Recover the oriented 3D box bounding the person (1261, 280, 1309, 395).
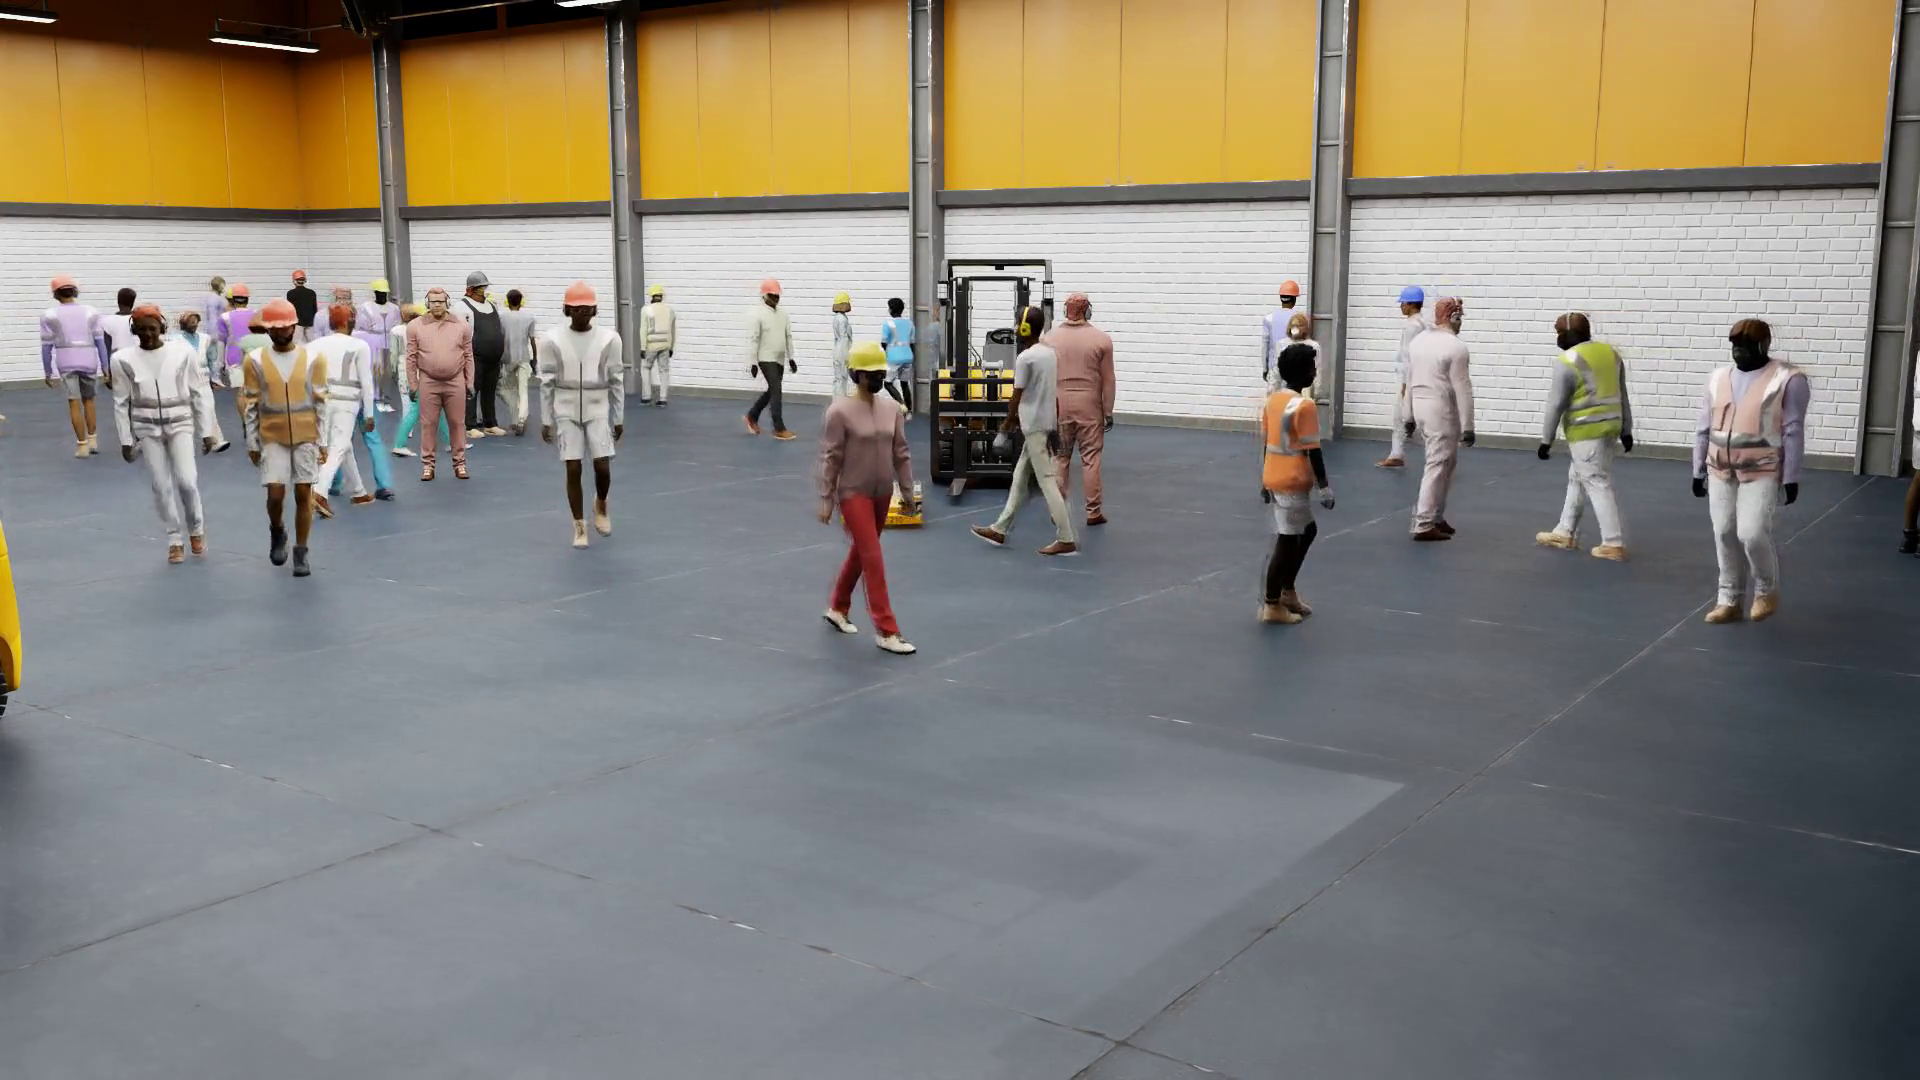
[{"bbox_3d":[3.739,-1.999,19.072,0.552,1.935,0.366,5,11,27],"label":"person"}]

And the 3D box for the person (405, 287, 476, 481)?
[{"bbox_3d":[-5.114,-1.535,16.410,0.655,1.905,0.407,-4,10,-21],"label":"person"}]

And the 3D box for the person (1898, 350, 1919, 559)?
[{"bbox_3d":[7.148,-0.826,12.091,0.375,1.935,0.551,1,10,7],"label":"person"}]

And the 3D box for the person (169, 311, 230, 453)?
[{"bbox_3d":[-8.564,-1.758,18.635,0.872,1.587,0.538,7,12,38],"label":"person"}]

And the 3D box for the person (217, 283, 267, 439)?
[{"bbox_3d":[-8.827,-2.210,20.489,0.567,1.882,0.978,-4,10,-24],"label":"person"}]

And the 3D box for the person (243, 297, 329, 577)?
[{"bbox_3d":[-4.609,-0.703,11.436,0.540,1.917,0.502,-4,10,-22],"label":"person"}]

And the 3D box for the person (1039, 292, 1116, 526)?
[{"bbox_3d":[0.959,-1.066,13.610,0.642,1.908,0.407,2,10,13],"label":"person"}]

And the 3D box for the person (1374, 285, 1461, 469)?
[{"bbox_3d":[4.715,-1.647,17.030,0.815,1.920,0.620,4,10,22],"label":"person"}]

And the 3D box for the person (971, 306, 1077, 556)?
[{"bbox_3d":[0.459,-0.801,12.262,0.946,1.821,0.538,5,11,25],"label":"person"}]

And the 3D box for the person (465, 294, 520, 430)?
[{"bbox_3d":[-5.950,-2.293,21.239,0.801,1.797,0.595,4,10,24],"label":"person"}]

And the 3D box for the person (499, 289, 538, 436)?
[{"bbox_3d":[-5.542,-2.221,20.768,0.530,1.827,0.922,-2,10,-13],"label":"person"}]

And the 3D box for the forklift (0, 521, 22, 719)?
[{"bbox_3d":[-5.296,-0.090,6.943,1.214,2.155,2.313,7,12,35],"label":"forklift"}]

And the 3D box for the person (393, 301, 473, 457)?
[{"bbox_3d":[-5.917,-1.784,18.461,0.930,1.718,0.518,-6,11,-33],"label":"person"}]

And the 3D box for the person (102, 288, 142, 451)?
[{"bbox_3d":[-9.500,-1.950,19.055,0.578,1.861,1.014,-5,11,-26],"label":"person"}]

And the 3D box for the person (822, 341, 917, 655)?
[{"bbox_3d":[-0.529,-0.264,9.386,0.536,1.722,0.898,-9,13,-42],"label":"person"}]

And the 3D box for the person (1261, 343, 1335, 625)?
[{"bbox_3d":[2.013,-0.320,9.835,0.495,1.680,0.540,-1,10,-6],"label":"person"}]

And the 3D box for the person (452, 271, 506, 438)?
[{"bbox_3d":[-5.853,-2.274,20.407,0.538,2.000,0.688,5,11,27],"label":"person"}]

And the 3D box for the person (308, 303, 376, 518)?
[{"bbox_3d":[-5.369,-1.122,14.279,0.602,1.816,1.096,2,10,12],"label":"person"}]

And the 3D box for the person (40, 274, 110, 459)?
[{"bbox_3d":[-9.722,-1.903,18.246,0.614,2.017,0.678,-8,12,-39],"label":"person"}]

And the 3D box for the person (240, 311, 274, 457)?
[{"bbox_3d":[-7.632,-1.710,18.307,0.517,1.605,0.677,3,10,15],"label":"person"}]

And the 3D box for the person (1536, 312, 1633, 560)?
[{"bbox_3d":[4.555,-0.764,12.199,0.639,1.778,0.886,-6,11,-34],"label":"person"}]

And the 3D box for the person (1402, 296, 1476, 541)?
[{"bbox_3d":[3.780,-0.933,12.858,0.633,1.884,0.683,-3,10,-18],"label":"person"}]

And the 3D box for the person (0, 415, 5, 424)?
[{"bbox_3d":[-12.131,-2.123,20.208,0.813,1.811,0.640,-2,10,-12],"label":"person"}]

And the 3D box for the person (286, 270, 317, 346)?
[{"bbox_3d":[-12.236,-4.012,30.941,0.427,1.995,0.633,7,12,34],"label":"person"}]

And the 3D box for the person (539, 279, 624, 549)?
[{"bbox_3d":[-2.842,-0.942,12.526,0.626,2.030,0.521,-2,10,-12],"label":"person"}]

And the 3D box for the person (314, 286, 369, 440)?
[{"bbox_3d":[-7.562,-2.178,20.380,0.654,1.867,0.903,-3,10,-16],"label":"person"}]

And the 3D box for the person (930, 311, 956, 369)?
[{"bbox_3d":[-0.162,-2.405,22.455,0.537,1.613,0.322,-7,12,-35],"label":"person"}]

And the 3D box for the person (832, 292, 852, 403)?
[{"bbox_3d":[-1.581,-2.481,22.517,0.289,1.746,0.486,-3,10,-17],"label":"person"}]

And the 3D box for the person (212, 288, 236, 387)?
[{"bbox_3d":[-12.410,-3.436,28.319,0.910,1.710,0.604,1,10,7],"label":"person"}]

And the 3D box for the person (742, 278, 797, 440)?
[{"bbox_3d":[-2.360,-2.220,20.343,0.922,1.963,0.615,6,11,34],"label":"person"}]

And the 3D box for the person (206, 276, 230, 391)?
[{"bbox_3d":[-12.205,-3.424,27.672,0.972,1.892,0.653,-4,10,-23],"label":"person"}]

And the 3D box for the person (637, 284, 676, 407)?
[{"bbox_3d":[-4.527,-2.871,24.614,0.626,1.815,0.624,-8,12,-40],"label":"person"}]

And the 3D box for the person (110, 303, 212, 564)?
[{"bbox_3d":[-5.671,-0.749,11.842,0.606,1.864,0.419,-3,10,-19],"label":"person"}]

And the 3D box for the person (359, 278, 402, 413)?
[{"bbox_3d":[-8.209,-2.754,23.654,0.628,1.907,0.527,-9,13,-43],"label":"person"}]

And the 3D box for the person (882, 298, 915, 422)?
[{"bbox_3d":[-0.785,-2.388,22.179,0.541,1.673,0.470,-9,13,-42],"label":"person"}]

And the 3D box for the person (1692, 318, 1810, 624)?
[{"bbox_3d":[4.640,-0.394,9.842,0.434,1.827,0.649,-6,12,-34],"label":"person"}]

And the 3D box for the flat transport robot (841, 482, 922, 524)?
[{"bbox_3d":[-0.655,-0.332,14.099,0.652,0.197,1.431,0,10,-2],"label":"flat transport robot"}]

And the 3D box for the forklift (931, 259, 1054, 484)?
[{"bbox_3d":[0.370,-1.738,16.759,1.214,2.155,2.313,1,10,3],"label":"forklift"}]

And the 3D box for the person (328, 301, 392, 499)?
[{"bbox_3d":[-5.523,-1.264,15.134,0.959,1.801,0.574,9,13,42],"label":"person"}]

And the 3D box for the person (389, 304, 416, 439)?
[{"bbox_3d":[-6.684,-2.056,20.301,0.517,1.639,0.314,-5,11,-30],"label":"person"}]

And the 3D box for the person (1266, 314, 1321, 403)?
[{"bbox_3d":[3.538,-1.591,17.678,0.508,1.592,0.849,7,12,36],"label":"person"}]
